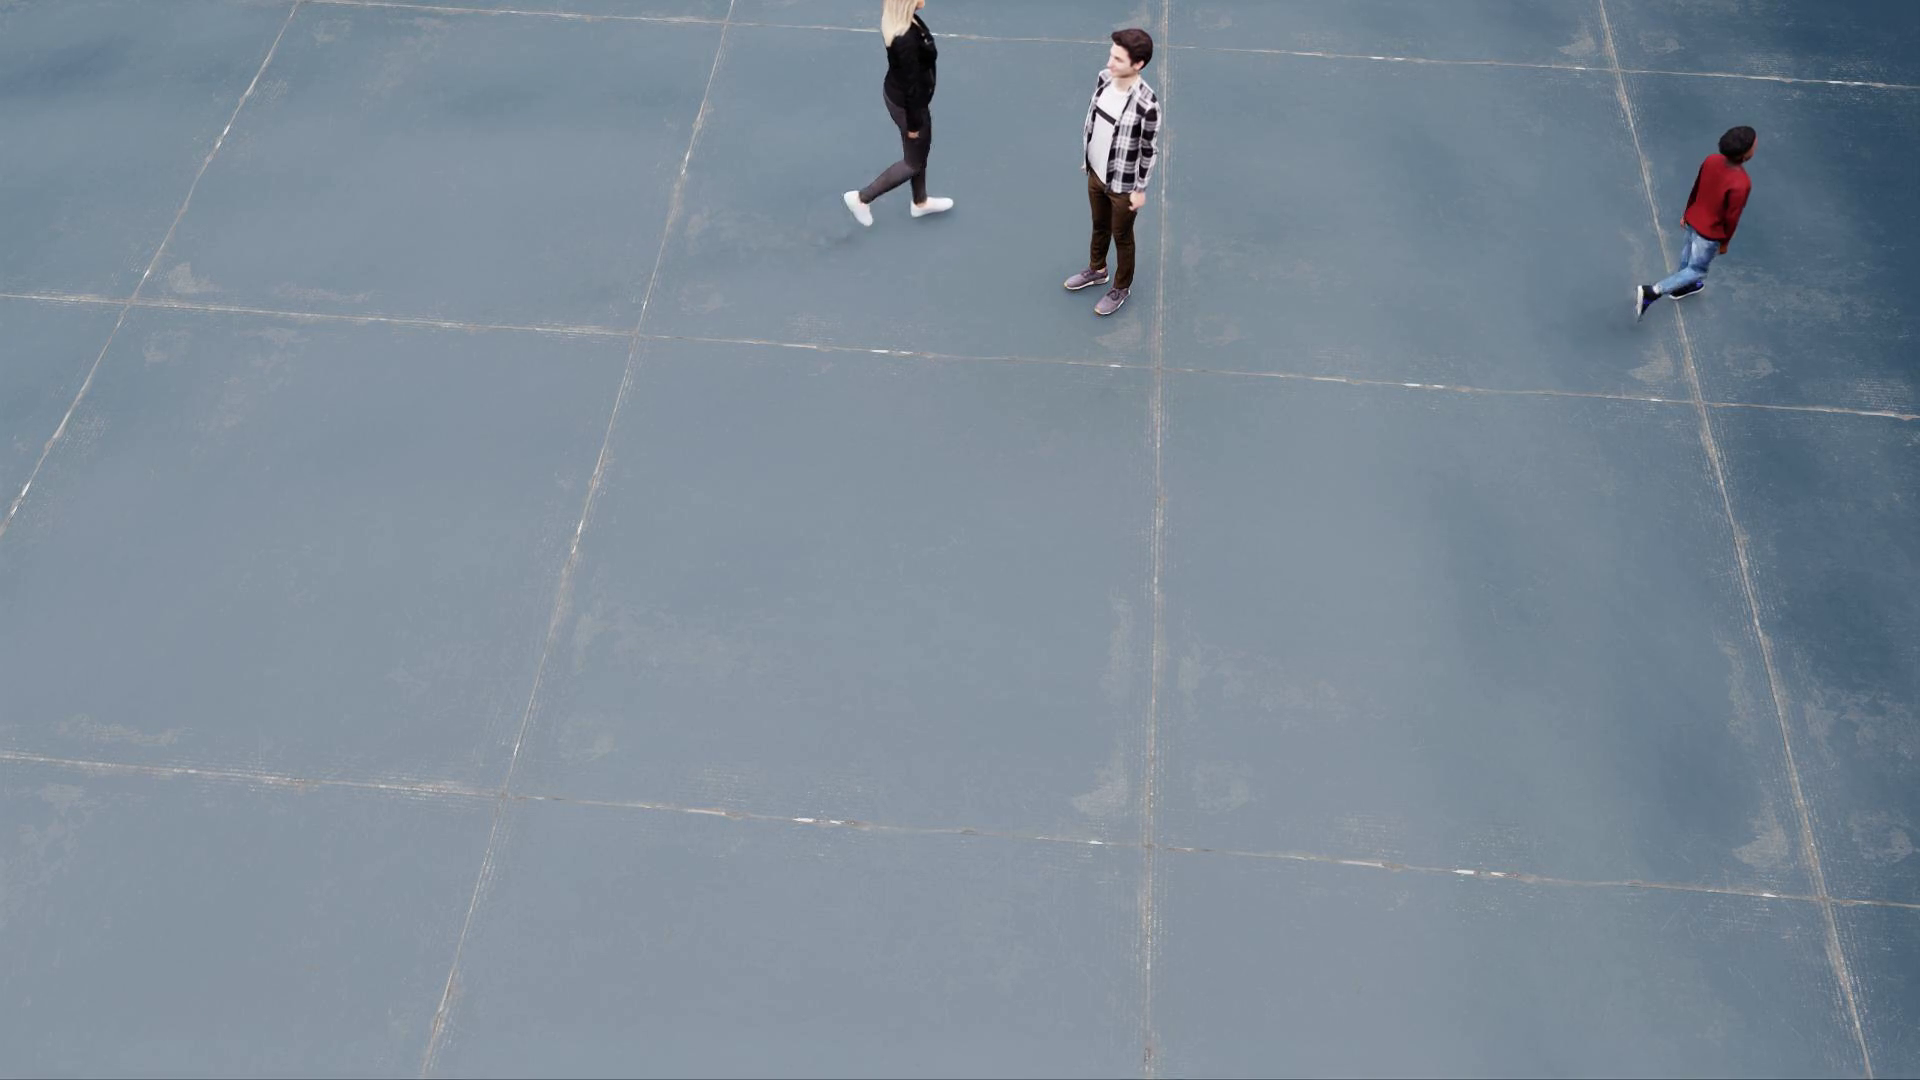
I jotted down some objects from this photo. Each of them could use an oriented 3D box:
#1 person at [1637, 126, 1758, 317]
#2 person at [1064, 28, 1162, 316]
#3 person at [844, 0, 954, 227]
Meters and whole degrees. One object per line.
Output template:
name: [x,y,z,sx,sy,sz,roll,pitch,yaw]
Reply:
person: [4.092,-1.736,9.193,0.825,1.242,0.640,-12,53,-9]
person: [0.853,-2.009,9.046,0.751,1.809,0.699,-32,59,-22]
person: [-0.377,-2.458,9.480,1.012,1.672,0.822,-14,54,-11]
